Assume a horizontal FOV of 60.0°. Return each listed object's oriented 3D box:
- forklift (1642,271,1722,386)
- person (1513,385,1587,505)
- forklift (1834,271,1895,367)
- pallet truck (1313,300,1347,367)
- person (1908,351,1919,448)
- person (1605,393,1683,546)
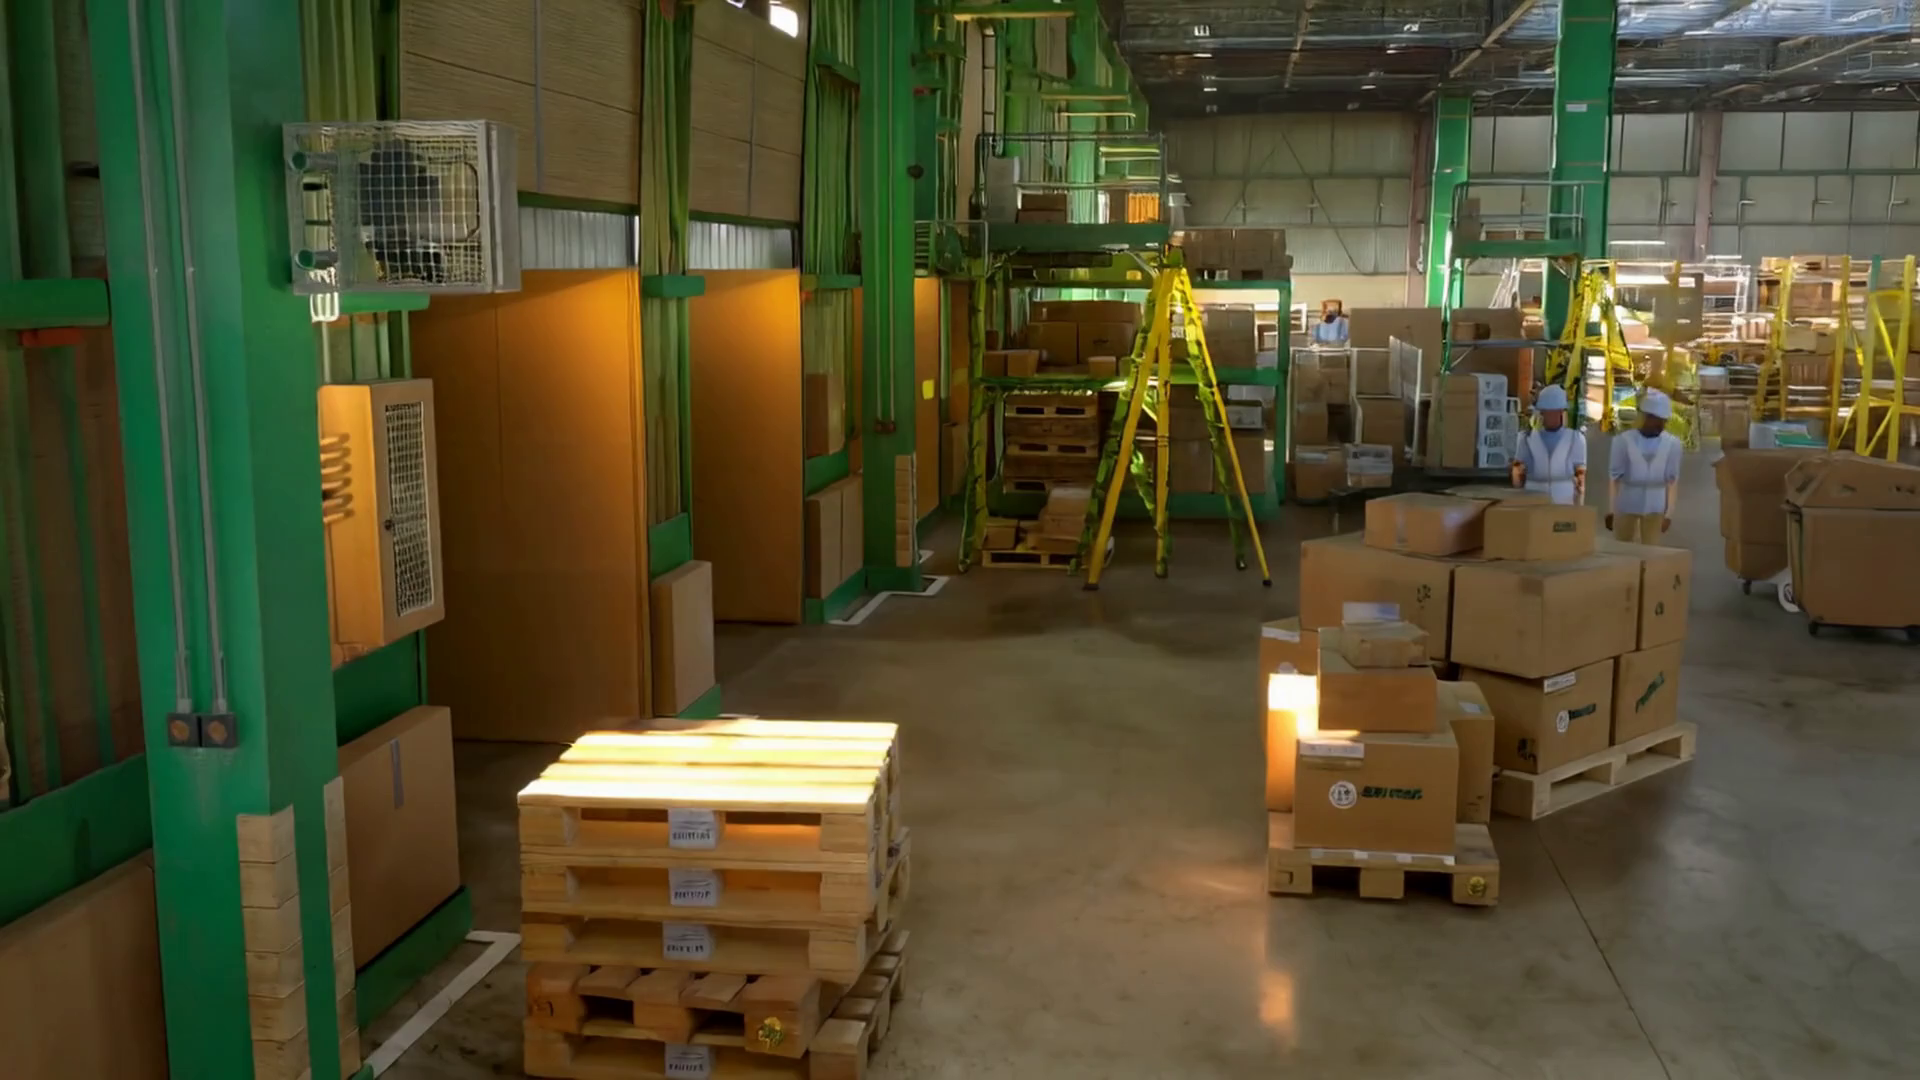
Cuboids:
[{"bbox_3d":[17.405,-5.066,40.009,1.129,2.768,1.873,-3,10,-19],"label":"forklift"},{"bbox_3d":[4.726,-0.278,13.381,0.552,1.935,0.374,4,10,22],"label":"person"},{"bbox_3d":[26.360,-6.328,47.795,1.873,2.768,1.129,1,9,6],"label":"forklift"},{"bbox_3d":[11.159,-6.200,49.718,0.823,1.965,1.885,4,10,26],"label":"pallet truck"},{"bbox_3d":[15.504,-2.340,26.734,0.335,1.735,0.484,5,10,28],"label":"person"},{"bbox_3d":[5.551,-0.269,13.559,0.593,1.865,1.046,2,9,13],"label":"person"}]
